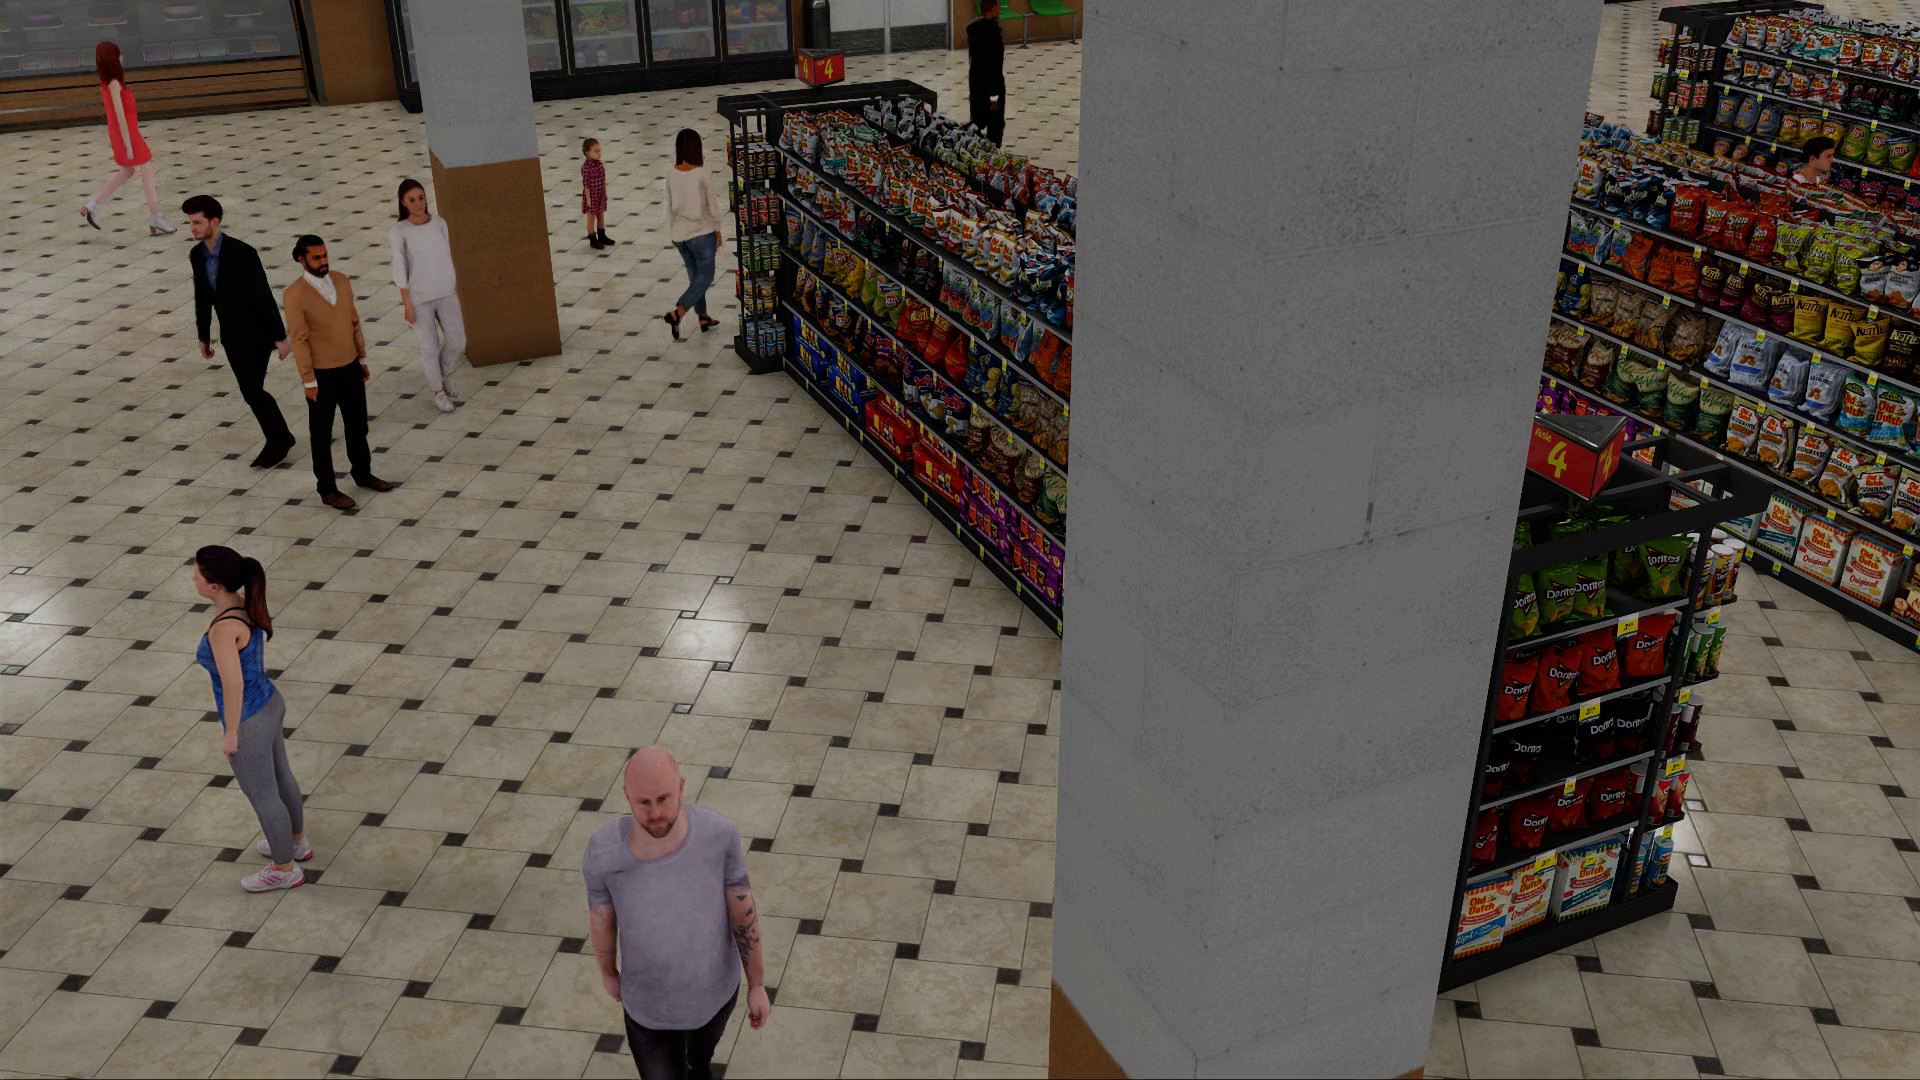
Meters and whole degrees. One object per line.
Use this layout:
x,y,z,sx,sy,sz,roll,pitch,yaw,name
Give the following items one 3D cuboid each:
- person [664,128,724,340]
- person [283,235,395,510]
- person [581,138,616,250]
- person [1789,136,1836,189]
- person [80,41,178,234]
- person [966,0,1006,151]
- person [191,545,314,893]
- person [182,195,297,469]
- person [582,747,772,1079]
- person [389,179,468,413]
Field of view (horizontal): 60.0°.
-2.130,-2.351,13.040,0.985,1.659,0.972,15,30,27,person
-3.931,-1.064,10.402,0.762,1.751,0.736,14,30,26,person
-3.402,-3.238,15.494,0.540,1.022,0.495,16,31,28,person
6.185,-2.179,12.572,0.716,1.775,0.732,-21,33,-35,person
-7.914,-3.719,15.576,0.816,1.805,1.016,-19,33,-33,person
0.194,-4.708,17.509,0.872,1.821,1.026,-17,32,-30,person
-2.985,0.739,7.001,0.697,1.610,0.594,-2,27,-4,person
-4.610,-1.369,10.880,0.855,1.861,0.926,11,29,21,person
-0.927,1.399,5.497,0.704,1.793,1.209,-10,29,-19,person
-3.801,-1.746,11.826,0.698,1.678,0.726,-23,35,-37,person
